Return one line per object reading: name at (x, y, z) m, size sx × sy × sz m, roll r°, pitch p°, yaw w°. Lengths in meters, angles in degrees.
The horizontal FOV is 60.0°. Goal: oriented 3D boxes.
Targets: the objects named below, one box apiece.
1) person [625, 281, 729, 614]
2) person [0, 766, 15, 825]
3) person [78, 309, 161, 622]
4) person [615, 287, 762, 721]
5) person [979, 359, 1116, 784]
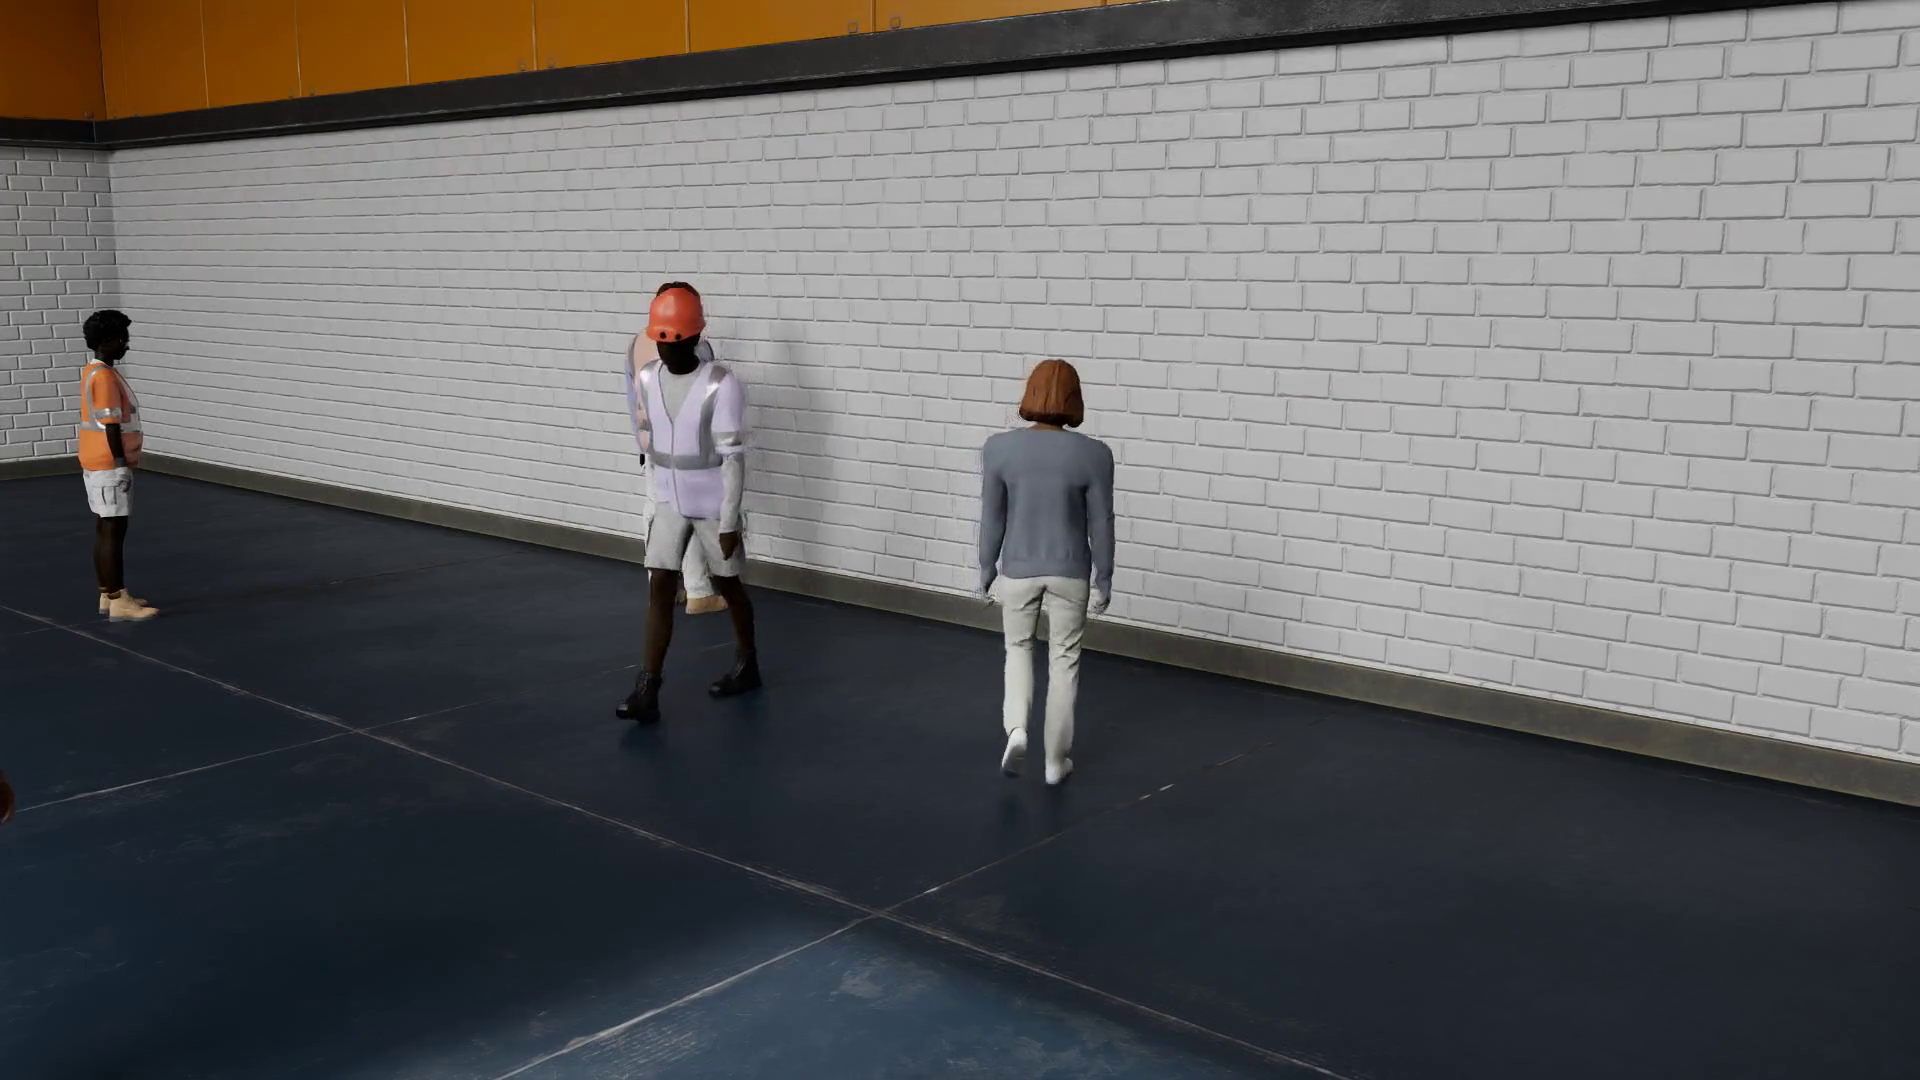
person at (-1.567, -0.512, 9.273) m, size 0.624 × 1.841 × 0.430 m, roll 8°, pitch 13°, yaw 37°
person at (-2.190, 0.537, 3.506) m, size 0.312 × 1.768 × 0.530 m, roll 0°, pitch 10°, yaw 1°
person at (-4.620, -0.404, 9.073) m, size 0.321 × 1.692 × 0.529 m, roll -7°, pitch 12°, yaw -33°
person at (-1.170, -0.154, 7.184) m, size 0.583 × 1.853 × 1.005 m, roll 4°, pitch 11°, yaw 23°
person at (0.320, 0.137, 6.194) m, size 0.515 × 1.616 × 0.419 m, roll 2°, pitch 10°, yaw 12°
